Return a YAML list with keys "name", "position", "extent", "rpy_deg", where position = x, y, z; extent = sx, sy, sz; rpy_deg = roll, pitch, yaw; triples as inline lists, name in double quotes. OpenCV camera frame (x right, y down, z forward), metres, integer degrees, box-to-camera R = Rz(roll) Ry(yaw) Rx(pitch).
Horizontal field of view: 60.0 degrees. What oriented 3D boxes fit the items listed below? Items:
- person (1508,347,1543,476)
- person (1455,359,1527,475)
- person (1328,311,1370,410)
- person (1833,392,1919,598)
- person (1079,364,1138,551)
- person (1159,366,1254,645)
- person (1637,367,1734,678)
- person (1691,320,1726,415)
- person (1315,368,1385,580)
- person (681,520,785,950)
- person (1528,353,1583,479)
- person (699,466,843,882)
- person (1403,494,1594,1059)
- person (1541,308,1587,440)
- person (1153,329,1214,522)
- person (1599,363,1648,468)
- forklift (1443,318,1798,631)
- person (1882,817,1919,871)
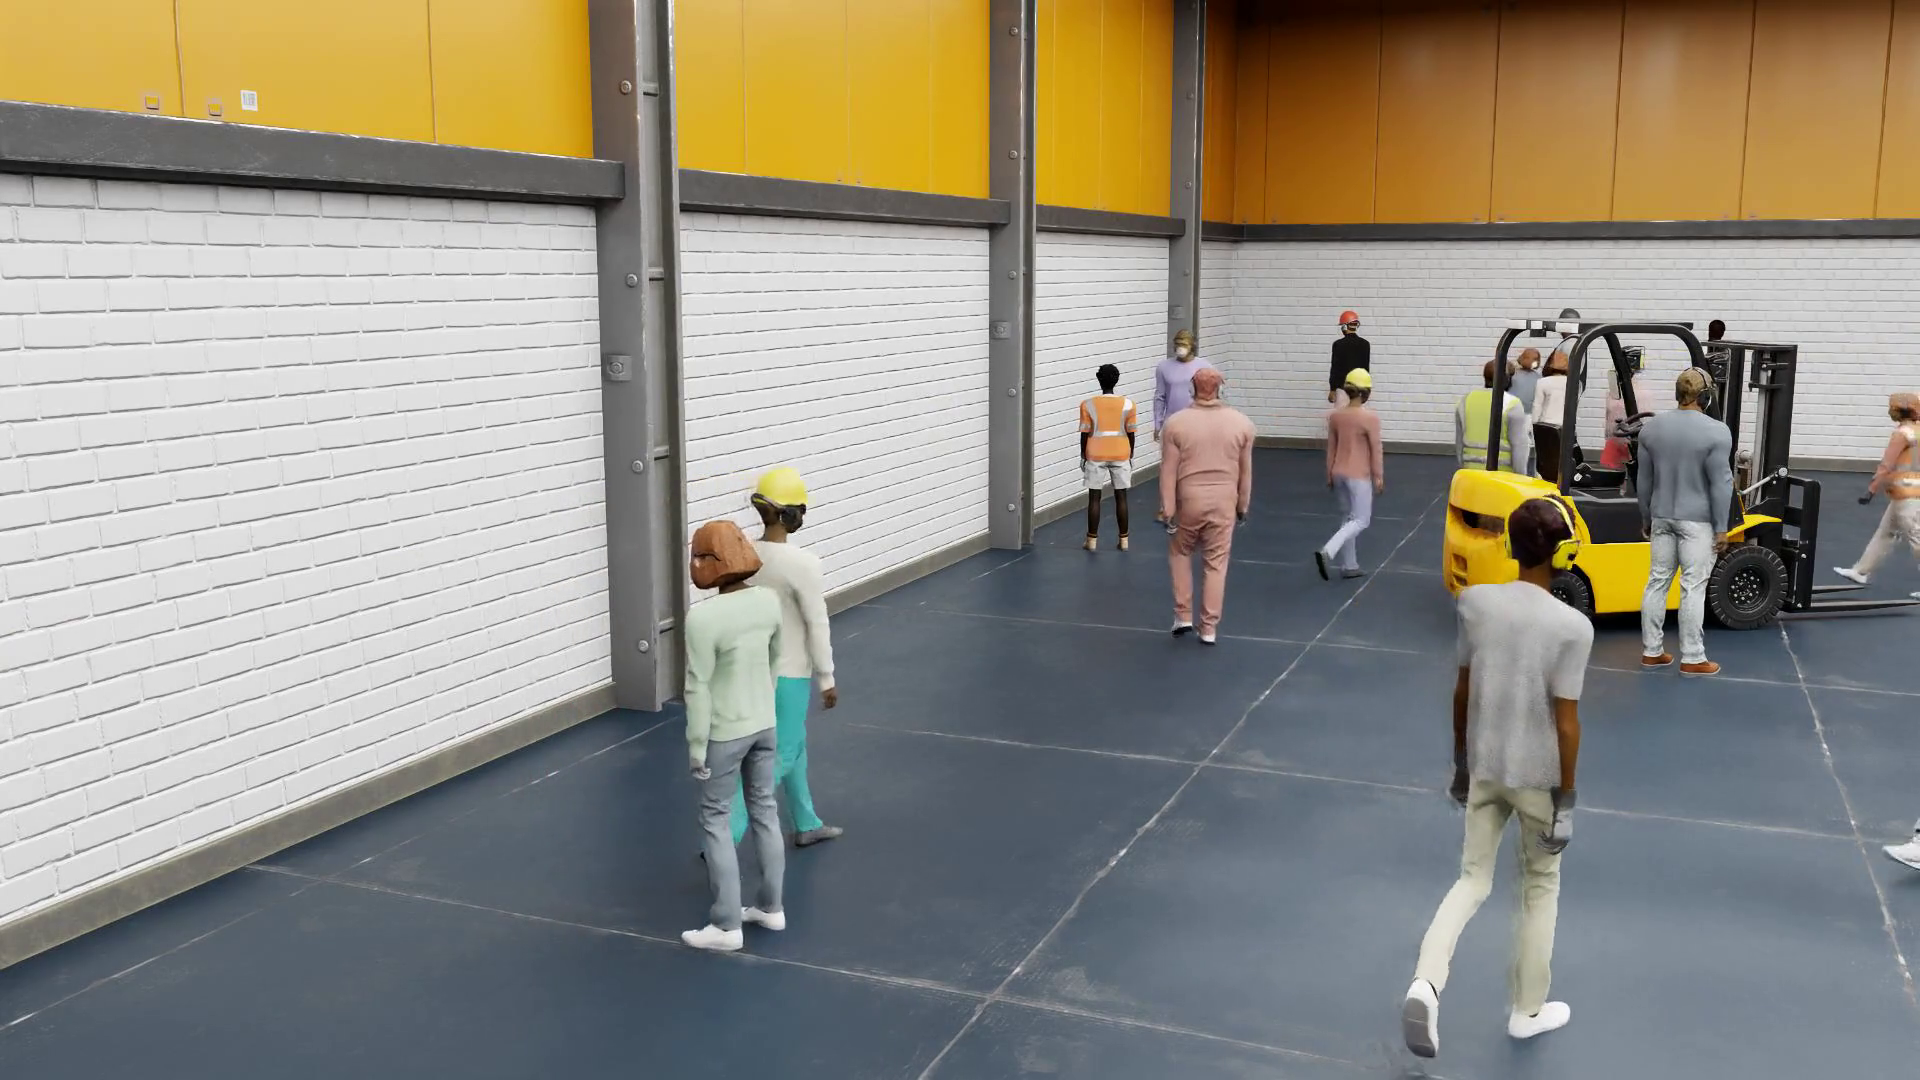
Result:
- name: "person"
  position: [6.621, -1.487, 19.729]
  extent: [0.522, 1.609, 0.647]
  rpy_deg: [-2, 10, -11]
- name: "person"
  position: [4.228, -0.520, 13.196]
  extent: [0.429, 1.841, 0.633]
  rpy_deg: [-6, 11, -33]
- name: "person"
  position: [5.027, -1.971, 21.554]
  extent: [0.612, 1.986, 0.401]
  rpy_deg: [-5, 11, -29]
- name: "person"
  position: [7.279, -0.348, 12.899]
  extent: [0.845, 1.587, 0.513]
  rpy_deg: [8, 12, 41]
- name: "person"
  position: [1.331, -0.738, 14.984]
  extent: [0.531, 1.691, 0.321]
  rpy_deg: [0, 9, -3]
- name: "person"
  position: [1.666, -0.244, 11.375]
  extent: [0.661, 1.884, 0.589]
  rpy_deg: [0, 9, -2]
- name: "person"
  position: [4.535, -0.111, 10.427]
  extent: [0.373, 1.940, 0.628]
  rpy_deg: [-6, 11, -33]
- name: "person"
  position: [9.071, -1.689, 20.046]
  extent: [0.592, 1.919, 0.389]
  rpy_deg: [0, 9, -3]
- name: "person"
  position: [3.122, -0.515, 13.451]
  extent: [0.655, 1.743, 0.533]
  rpy_deg: [-6, 11, -31]
- name: "person"
  position: [-0.844, 0.731, 6.271]
  extent: [0.294, 1.628, 0.536]
  rpy_deg: [7, 11, 35]
- name: "person"
  position: [6.501, -1.239, 18.279]
  extent: [0.609, 1.610, 0.315]
  rpy_deg: [1, 9, 7]
- name: "person"
  position: [-0.809, 0.551, 7.039]
  extent: [0.524, 1.734, 0.850]
  rpy_deg: [9, 13, 43]
- name: "person"
  position: [1.734, 0.774, 5.354]
  extent: [0.758, 1.846, 0.521]
  rpy_deg: [-8, 12, -41]
- name: "person"
  position: [7.561, -1.884, 20.861]
  extent: [0.533, 2.000, 0.682]
  rpy_deg: [5, 11, 27]
- name: "person"
  position: [2.224, -1.128, 16.585]
  extent: [0.635, 1.937, 0.352]
  rpy_deg: [4, 10, 22]
- name: "person"
  position: [6.266, -0.909, 15.885]
  extent: [0.877, 1.717, 0.547]
  rpy_deg: [-4, 10, -23]
- name: "forklift"
  position: [4.706, -0.497, 11.990]
  extent: [2.313, 2.155, 1.214]
  rpy_deg: [-2, 10, -10]
- name: "person"
  position: [4.275, 0.585, 6.877]
  extent: [0.849, 1.701, 0.508]
  rpy_deg: [-4, 10, -25]
